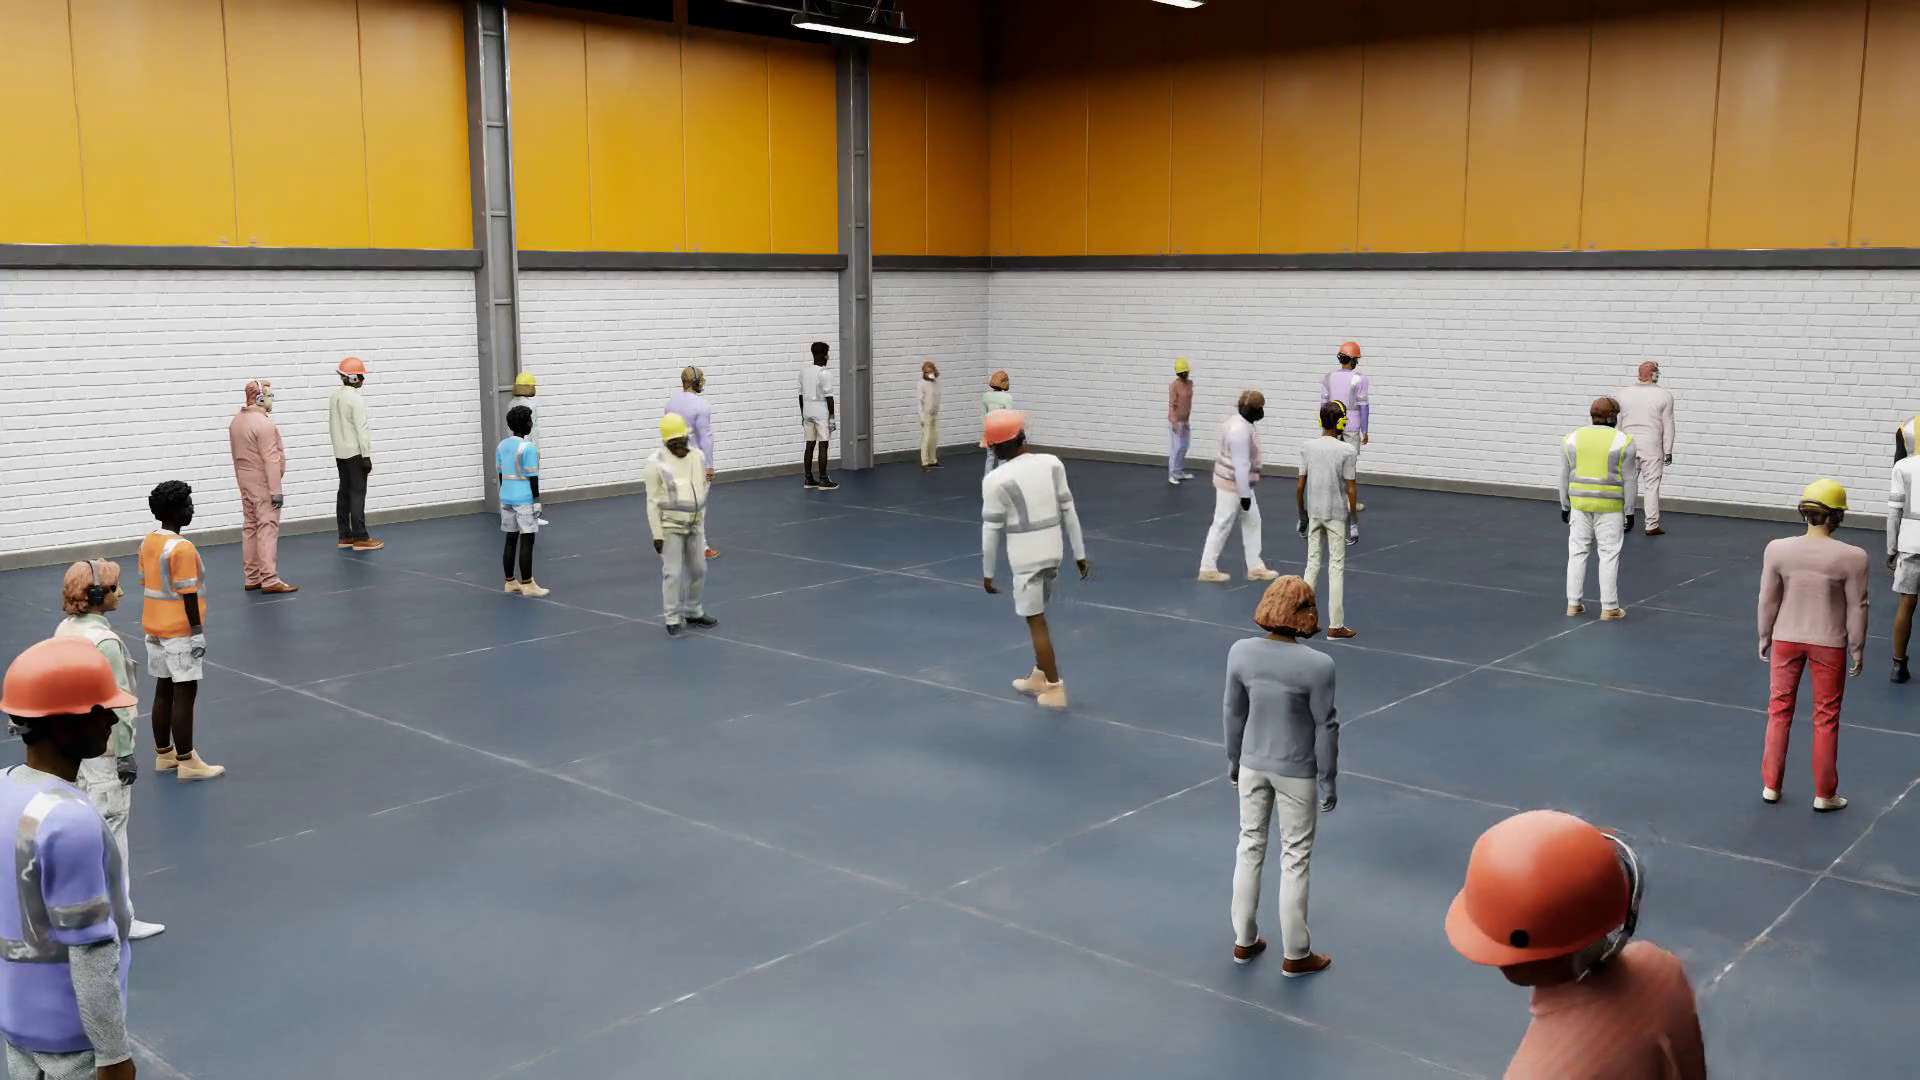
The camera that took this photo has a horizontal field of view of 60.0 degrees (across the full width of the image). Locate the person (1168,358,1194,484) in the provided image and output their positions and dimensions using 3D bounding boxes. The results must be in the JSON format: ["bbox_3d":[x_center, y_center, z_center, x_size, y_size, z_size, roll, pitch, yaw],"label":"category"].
[{"bbox_3d":[3.011,-1.615,22.598,0.441,1.720,0.643,8,12,40],"label":"person"}]

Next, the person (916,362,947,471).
[{"bbox_3d":[-0.415,-1.788,24.076,0.391,1.595,0.637,7,12,38],"label":"person"}]

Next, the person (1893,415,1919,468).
[{"bbox_3d":[8.722,-0.451,14.916,0.631,1.842,0.428,8,12,41],"label":"person"}]

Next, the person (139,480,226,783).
[{"bbox_3d":[-4.399,0.507,9.348,0.539,1.695,0.318,8,12,41],"label":"person"}]

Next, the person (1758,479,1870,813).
[{"bbox_3d":[4.527,0.554,8.847,0.531,1.765,0.327,8,12,41],"label":"person"}]

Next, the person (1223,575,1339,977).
[{"bbox_3d":[1.305,0.949,6.773,0.505,1.632,0.269,8,12,41],"label":"person"}]

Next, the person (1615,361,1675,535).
[{"bbox_3d":[7.488,-1.006,18.205,0.649,1.904,0.401,8,12,41],"label":"person"}]

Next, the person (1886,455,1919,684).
[{"bbox_3d":[6.702,0.050,11.477,0.550,1.933,0.374,8,12,41],"label":"person"}]

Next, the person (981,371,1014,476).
[{"bbox_3d":[0.490,-1.320,21.018,0.505,1.632,0.269,8,12,41],"label":"person"}]

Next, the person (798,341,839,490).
[{"bbox_3d":[-1.878,-1.648,22.044,0.612,1.961,0.364,8,12,41],"label":"person"}]

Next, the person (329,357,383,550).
[{"bbox_3d":[-6.273,-0.896,17.225,0.619,1.992,0.396,8,12,41],"label":"person"}]

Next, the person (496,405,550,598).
[{"bbox_3d":[-3.868,-0.339,14.661,0.539,1.695,0.318,8,12,41],"label":"person"}]

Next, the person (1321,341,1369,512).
[{"bbox_3d":[4.643,-1.362,20.006,0.613,2.041,0.393,8,12,41],"label":"person"}]

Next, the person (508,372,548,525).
[{"bbox_3d":[-4.928,-1.038,18.911,0.491,1.741,0.323,8,12,41],"label":"person"}]

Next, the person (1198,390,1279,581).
[{"bbox_3d":[2.592,-0.478,15.254,0.843,1.791,0.628,3,9,16],"label":"person"}]

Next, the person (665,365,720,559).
[{"bbox_3d":[-2.685,-0.771,16.617,0.633,1.938,0.356,8,12,41],"label":"person"}]

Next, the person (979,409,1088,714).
[{"bbox_3d":[0.433,0.128,10.844,0.703,1.975,0.731,-7,11,-37],"label":"person"}]

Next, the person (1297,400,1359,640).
[{"bbox_3d":[2.873,-0.158,12.991,0.528,1.869,0.313,8,12,41],"label":"person"}]

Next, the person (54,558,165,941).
[{"bbox_3d":[-3.668,0.894,7.099,0.521,1.639,0.311,8,12,41],"label":"person"}]

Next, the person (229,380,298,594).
[{"bbox_3d":[-6.221,-0.475,14.862,0.649,1.906,0.401,8,12,41],"label":"person"}]

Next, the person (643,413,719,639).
[{"bbox_3d":[-2.184,-0.114,12.975,0.461,1.787,0.645,8,12,40],"label":"person"}]

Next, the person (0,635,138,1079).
[{"bbox_3d":[-2.252,1.198,4.258,0.550,1.935,0.376,8,12,41],"label":"person"}]

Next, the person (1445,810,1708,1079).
[{"bbox_3d":[1.165,1.398,3.020,0.769,1.950,0.391,-9,12,-43],"label":"person"}]

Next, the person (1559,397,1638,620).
[{"bbox_3d":[5.275,-0.263,13.741,0.631,1.840,0.428,8,12,41],"label":"person"}]
